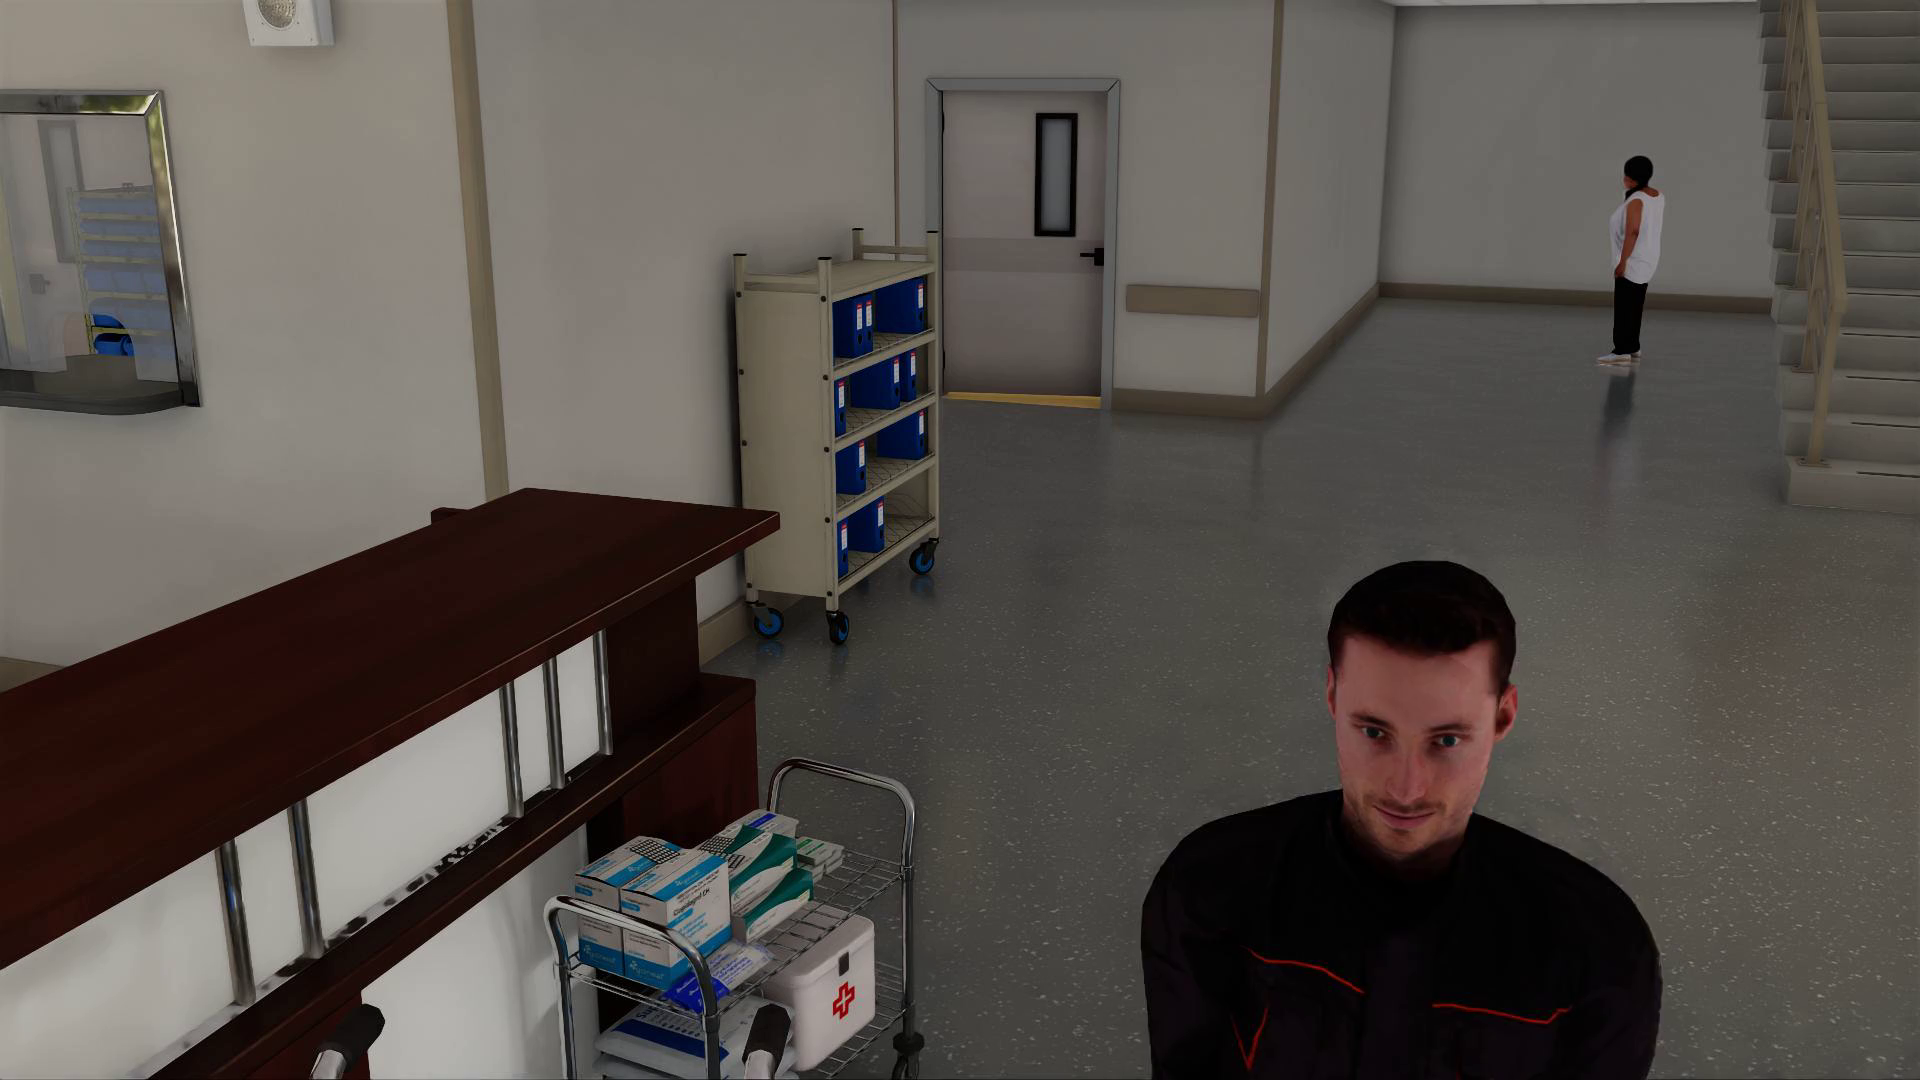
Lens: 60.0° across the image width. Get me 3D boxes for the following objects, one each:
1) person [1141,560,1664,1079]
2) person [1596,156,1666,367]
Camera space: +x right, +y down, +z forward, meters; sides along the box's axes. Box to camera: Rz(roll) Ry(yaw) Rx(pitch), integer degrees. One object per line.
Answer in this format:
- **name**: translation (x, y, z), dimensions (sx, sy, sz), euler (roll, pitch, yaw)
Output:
- **person**: translation (0.444, 0.911, 1.921), dimensions (0.687, 1.888, 0.968), euler (5, 16, 16)
- **person**: translation (5.512, -2.294, 13.652), dimensions (0.807, 1.691, 0.690), euler (15, 22, 43)
